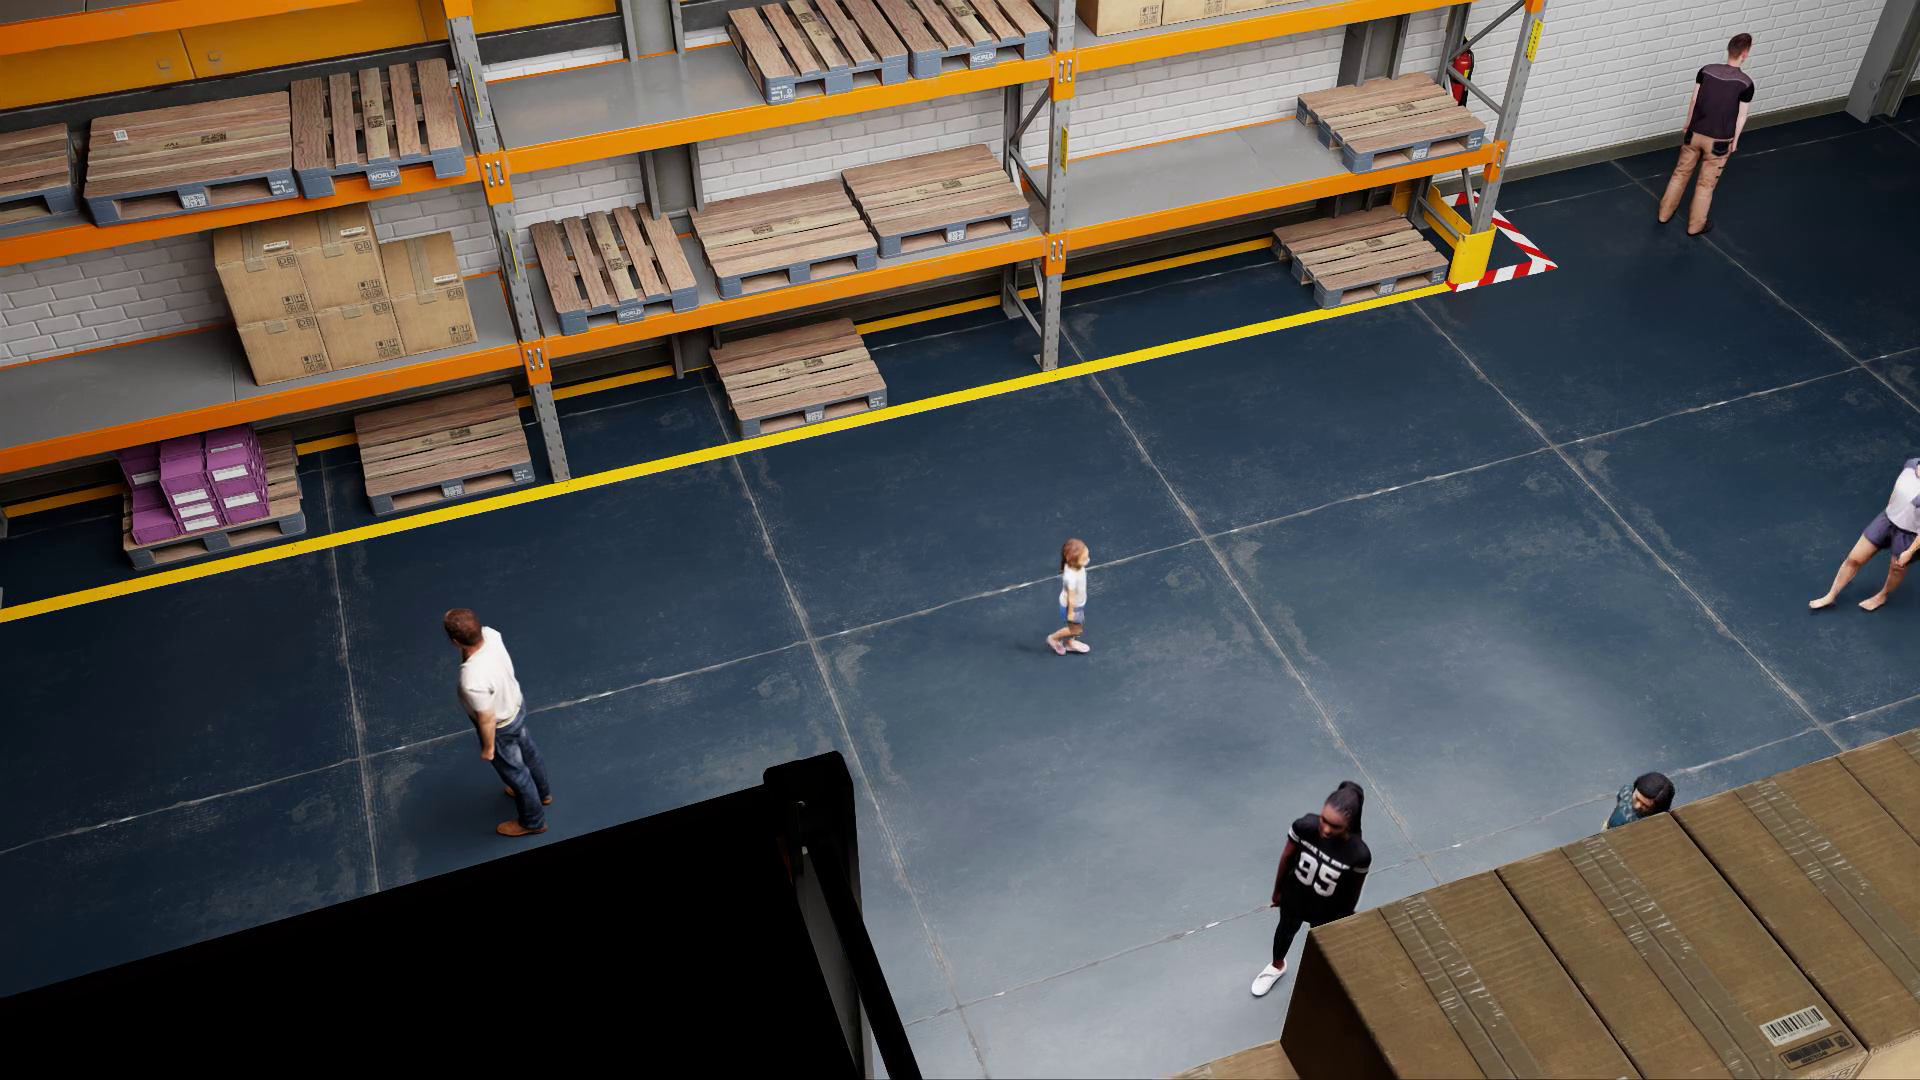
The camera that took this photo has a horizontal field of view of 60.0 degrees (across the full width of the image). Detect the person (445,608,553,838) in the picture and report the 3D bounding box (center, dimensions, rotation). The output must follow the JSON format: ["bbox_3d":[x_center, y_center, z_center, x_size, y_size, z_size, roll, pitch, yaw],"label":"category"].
[{"bbox_3d":[-2.666,1.050,9.710,0.717,1.851,0.739,2,44,2],"label":"person"}]

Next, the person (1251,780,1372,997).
[{"bbox_3d":[1.897,1.919,8.886,0.718,1.729,0.763,23,48,22],"label":"person"}]

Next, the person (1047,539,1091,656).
[{"bbox_3d":[0.706,0.380,11.017,0.597,1.018,0.535,9,44,10],"label":"person"}]

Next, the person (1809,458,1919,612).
[{"bbox_3d":[6.376,-0.103,11.142,0.832,1.544,0.615,-19,47,-19],"label":"person"}]

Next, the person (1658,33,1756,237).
[{"bbox_3d":[6.560,-3.557,14.551,0.727,1.843,0.760,-31,52,-29],"label":"person"}]
